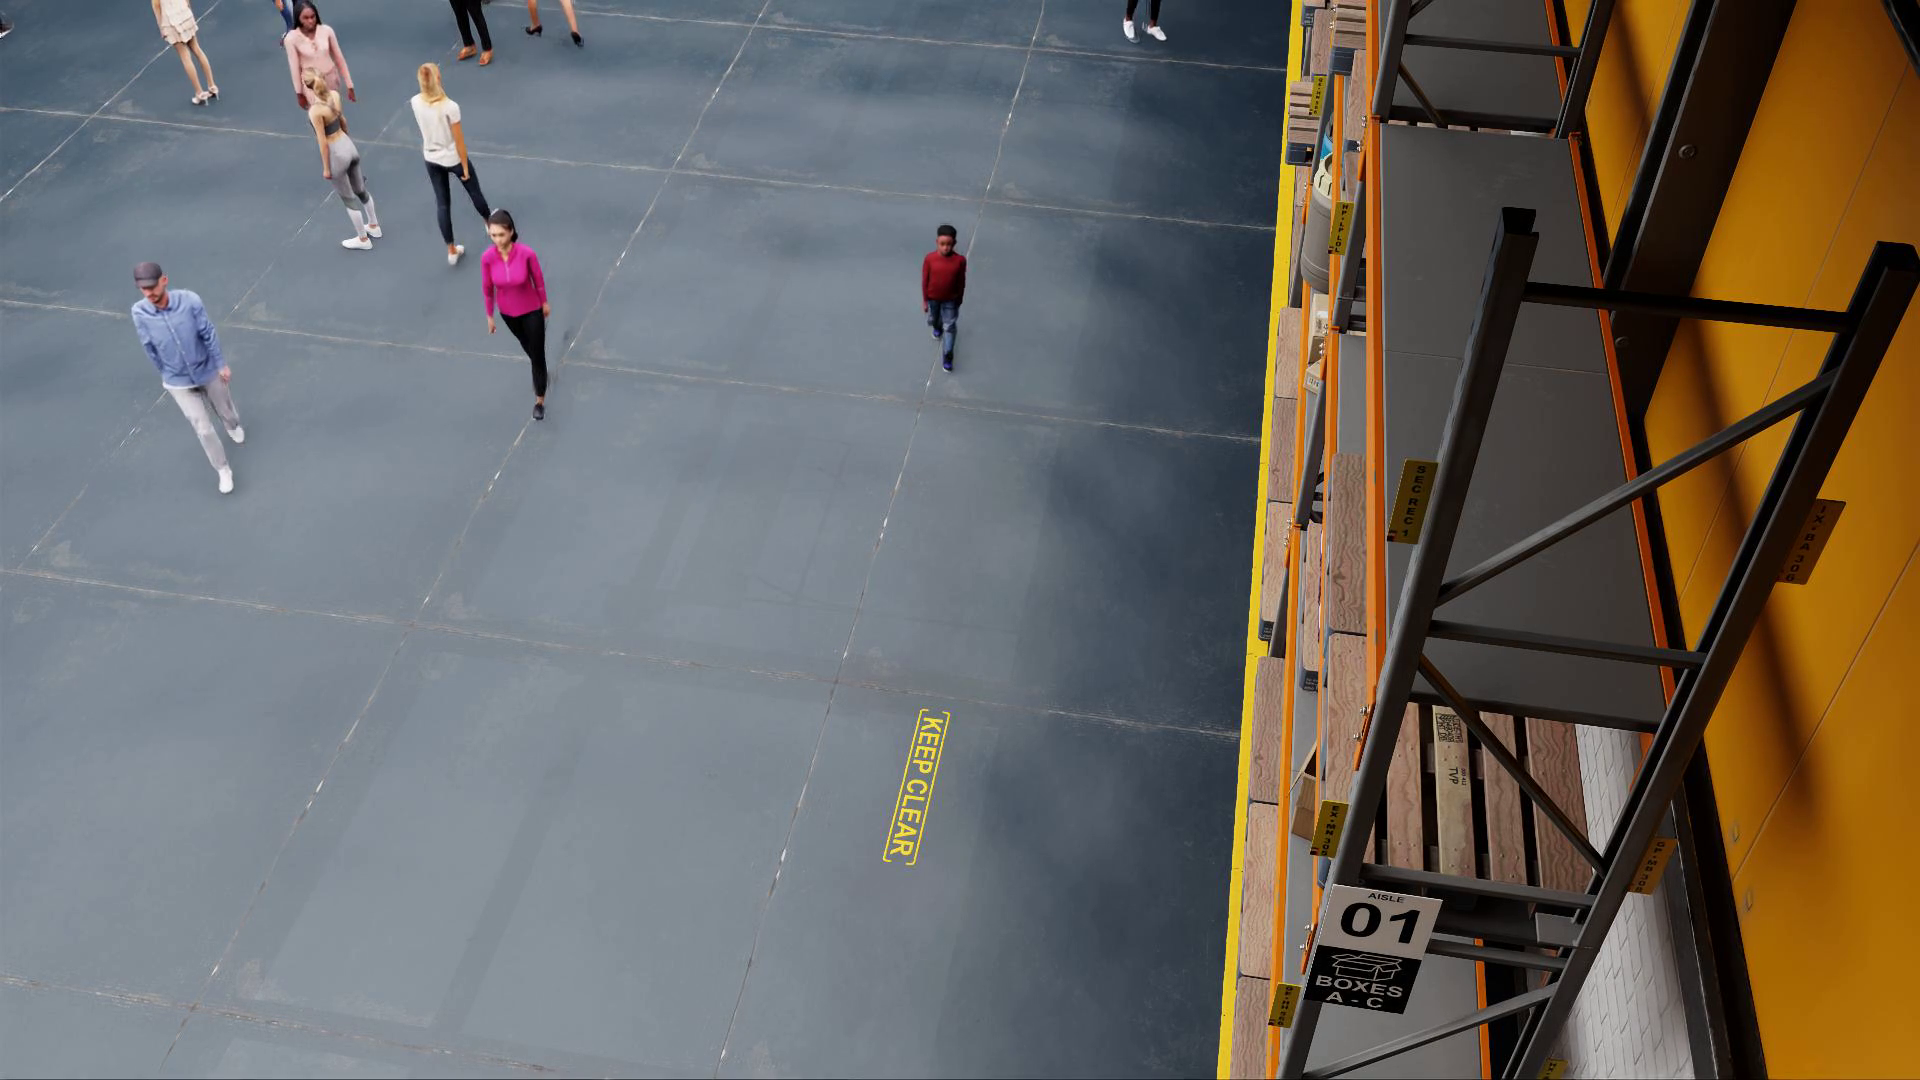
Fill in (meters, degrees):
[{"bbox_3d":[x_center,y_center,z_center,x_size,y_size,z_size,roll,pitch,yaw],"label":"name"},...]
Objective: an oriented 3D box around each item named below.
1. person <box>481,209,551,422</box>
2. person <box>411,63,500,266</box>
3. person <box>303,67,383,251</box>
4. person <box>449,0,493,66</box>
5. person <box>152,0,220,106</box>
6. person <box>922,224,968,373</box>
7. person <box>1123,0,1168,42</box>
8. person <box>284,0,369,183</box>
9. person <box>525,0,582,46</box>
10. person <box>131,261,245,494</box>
[{"bbox_3d":[-3.362,-1.820,12.776,0.753,1.665,1.107,-2,44,-2],"label":"person"},{"bbox_3d":[-4.386,-3.152,14.089,0.606,1.773,1.004,7,44,7],"label":"person"},{"bbox_3d":[-5.312,-3.282,14.274,0.637,1.705,0.484,12,45,12],"label":"person"},{"bbox_3d":[-5.013,-5.606,16.751,0.804,1.653,0.844,19,47,19],"label":"person"},{"bbox_3d":[-7.563,-5.031,16.087,0.681,1.737,0.540,18,46,18],"label":"person"},{"bbox_3d":[-0.137,-1.987,13.251,0.529,1.241,0.783,3,44,3],"label":"person"},{"bbox_3d":[1.942,-6.022,17.131,0.805,1.732,0.872,-20,47,-20],"label":"person"},{"bbox_3d":[-5.849,-4.140,15.206,1.197,1.662,1.186,-30,51,-27],"label":"person"},{"bbox_3d":[-4.245,-5.850,17.023,0.929,1.631,0.946,-30,51,-28],"label":"person"},{"bbox_3d":[-5.544,-1.248,12.021,0.940,1.868,1.053,-17,46,-17],"label":"person"}]
